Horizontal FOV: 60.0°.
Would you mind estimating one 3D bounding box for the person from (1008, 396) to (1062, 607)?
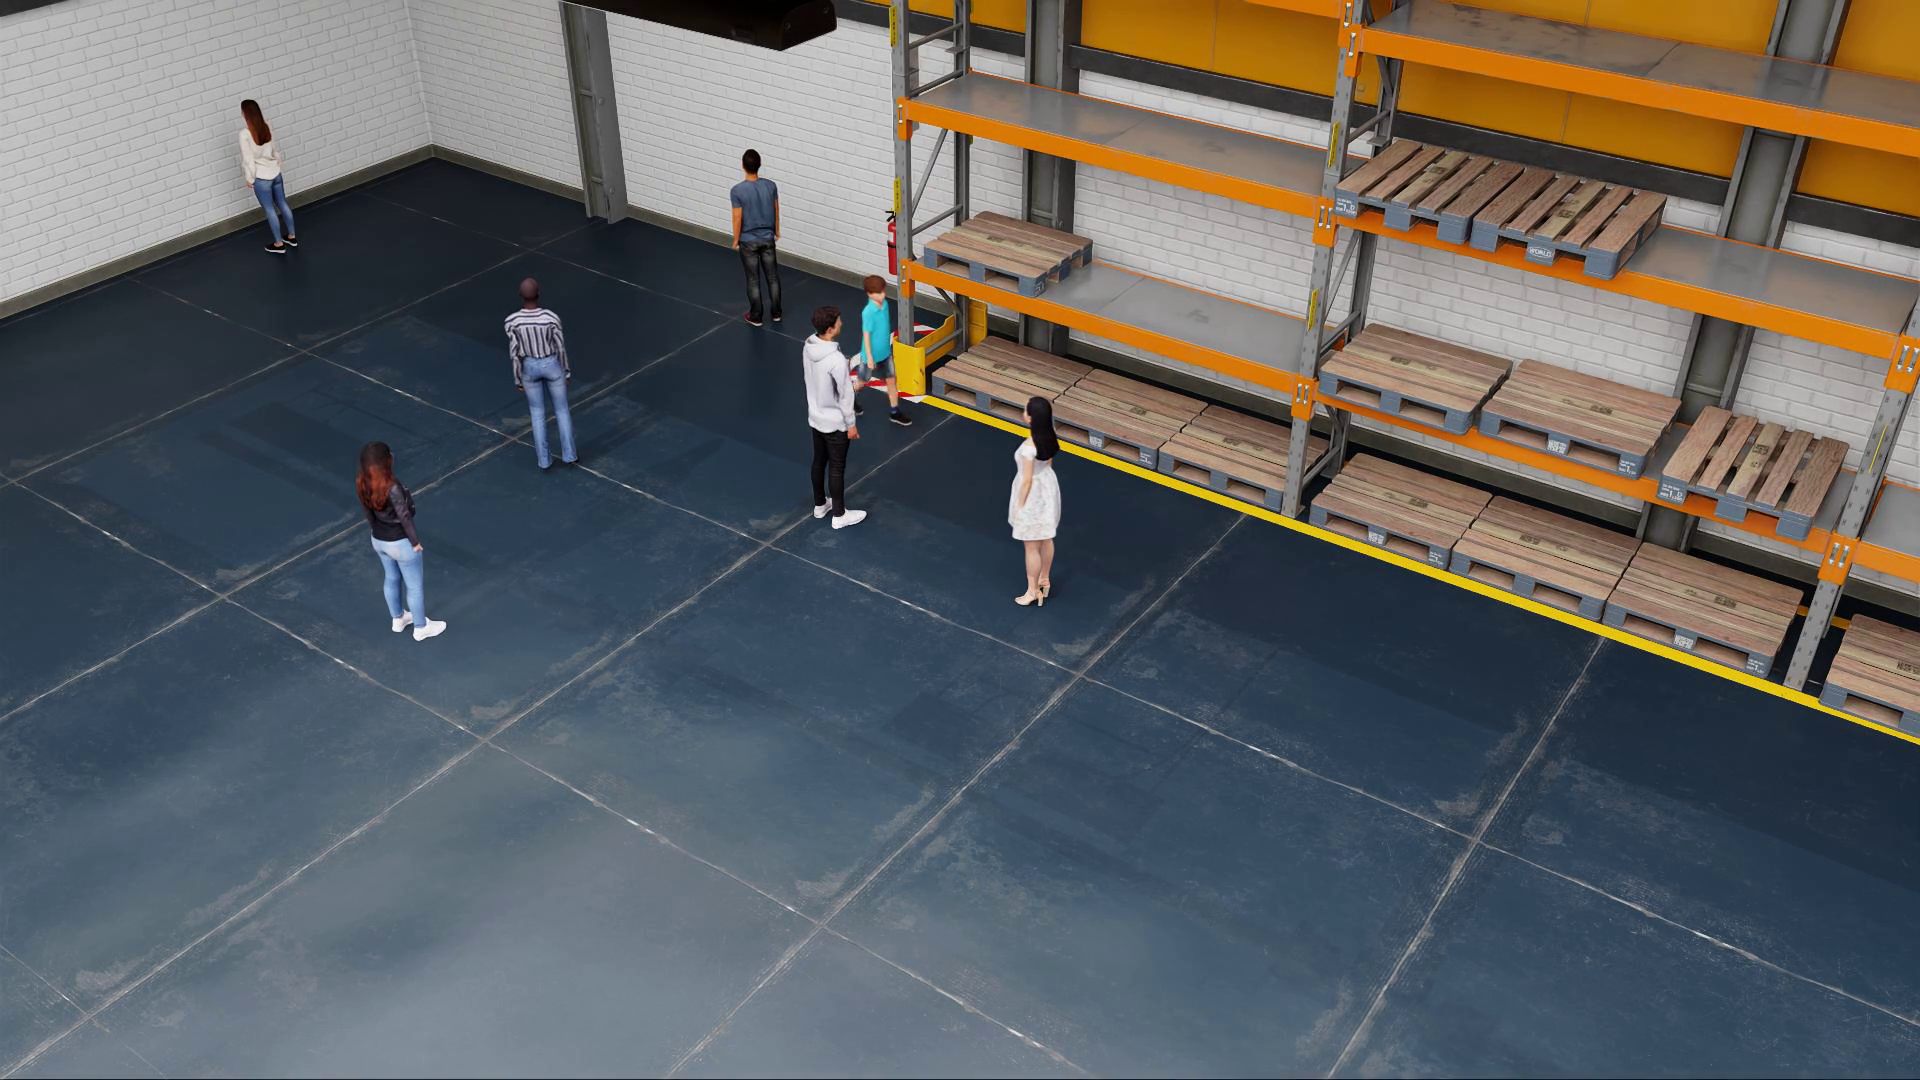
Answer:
[{"bbox_3d":[0.567,-0.288,12.480,0.627,1.775,0.643,20,38,27],"label":"person"}]

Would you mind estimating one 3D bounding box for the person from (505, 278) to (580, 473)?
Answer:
[{"bbox_3d":[-3.536,-1.391,14.120,0.689,1.796,0.741,-7,34,-10],"label":"person"}]

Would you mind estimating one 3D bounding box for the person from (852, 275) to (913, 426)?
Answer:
[{"bbox_3d":[-0.818,-1.727,14.966,0.957,1.420,0.546,24,40,31],"label":"person"}]

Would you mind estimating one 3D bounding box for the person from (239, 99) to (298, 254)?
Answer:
[{"bbox_3d":[-7.545,-3.965,18.087,0.593,1.692,0.646,15,36,21],"label":"person"}]

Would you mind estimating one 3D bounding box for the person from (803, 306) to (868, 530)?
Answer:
[{"bbox_3d":[-1.061,-1.002,13.415,0.793,1.929,0.597,-27,42,-35],"label":"person"}]

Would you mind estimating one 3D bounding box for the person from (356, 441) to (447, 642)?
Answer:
[{"bbox_3d":[-4.136,-0.005,12.182,0.496,1.635,0.698,19,38,27],"label":"person"}]

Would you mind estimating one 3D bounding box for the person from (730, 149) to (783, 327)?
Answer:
[{"bbox_3d":[-2.011,-3.005,16.535,0.734,1.810,0.717,-15,37,-22],"label":"person"}]
